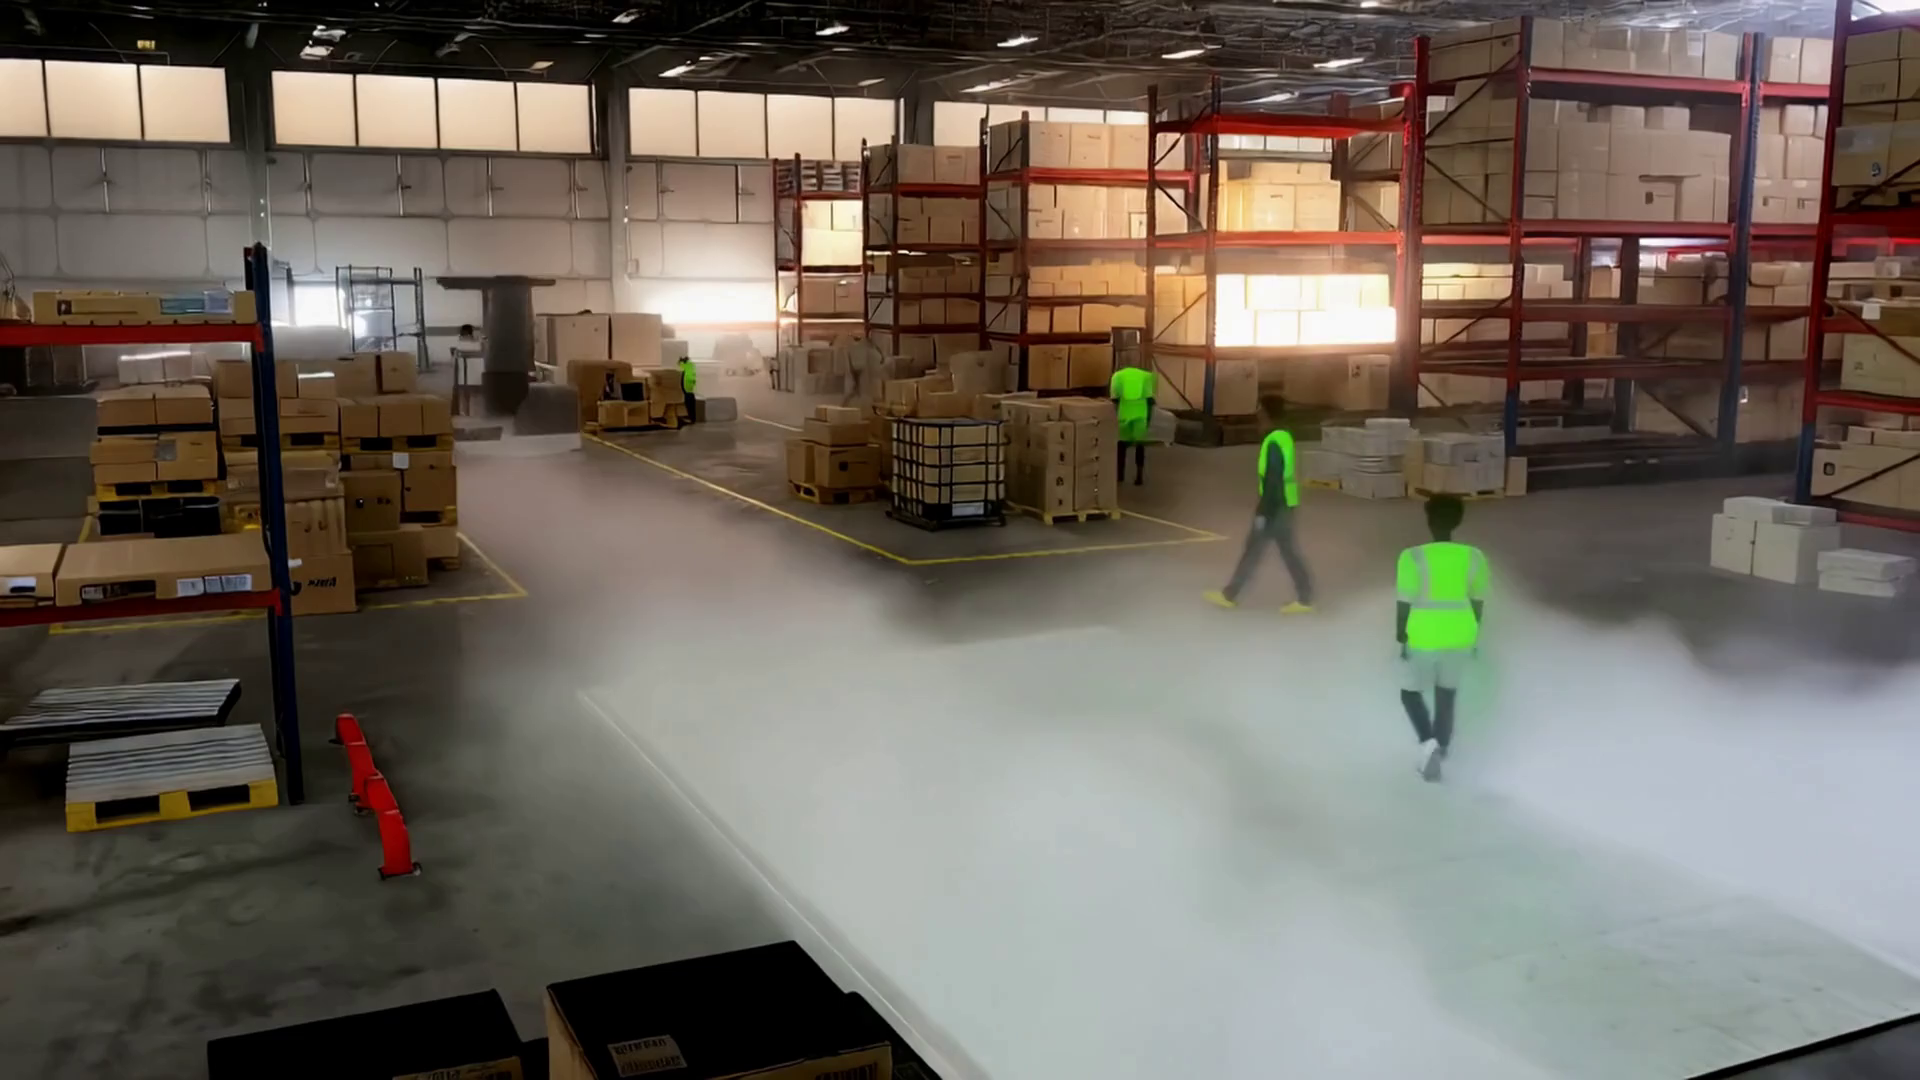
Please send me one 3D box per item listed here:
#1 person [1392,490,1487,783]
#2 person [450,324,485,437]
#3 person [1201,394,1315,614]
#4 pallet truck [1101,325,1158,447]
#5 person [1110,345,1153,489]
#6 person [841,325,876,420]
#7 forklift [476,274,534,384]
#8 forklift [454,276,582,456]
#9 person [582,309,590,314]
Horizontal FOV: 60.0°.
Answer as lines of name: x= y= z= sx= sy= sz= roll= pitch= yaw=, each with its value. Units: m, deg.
person: x=2.686 y=0.568 z=9.277 sx=0.540 sy=1.683 sz=0.493 roll=-1 pitch=9 yaw=-4
person: x=-8.659 y=-2.813 z=29.359 sx=0.607 sy=1.964 sz=0.687 roll=-1 pitch=9 yaw=-5
person: x=2.569 y=-0.294 z=14.039 sx=0.987 sy=1.862 sz=0.614 roll=2 pitch=9 yaw=10
pallet truck: x=2.881 y=-2.596 z=27.923 sx=0.823 sy=1.965 sz=1.885 roll=-1 pitch=9 yaw=-7
person: x=2.310 y=-1.659 z=22.376 sx=0.600 sy=1.926 sz=1.009 roll=0 pitch=9 yaw=0
person: x=-2.028 y=-3.277 z=32.622 sx=0.638 sy=1.851 sz=1.054 roll=-5 pitch=10 yaw=-29
forklift: x=-11.353 y=-5.369 z=42.396 sx=1.873 sy=2.768 sz=1.129 roll=-4 pitch=10 yaw=-25
forklift: x=-7.106 y=-2.809 z=26.516 sx=1.873 sy=2.768 sz=1.129 roll=-4 pitch=10 yaw=-25
person: x=-10.062 y=-5.304 z=45.042 sx=0.968 sy=1.888 sz=0.621 roll=-2 pitch=9 yaw=-14
